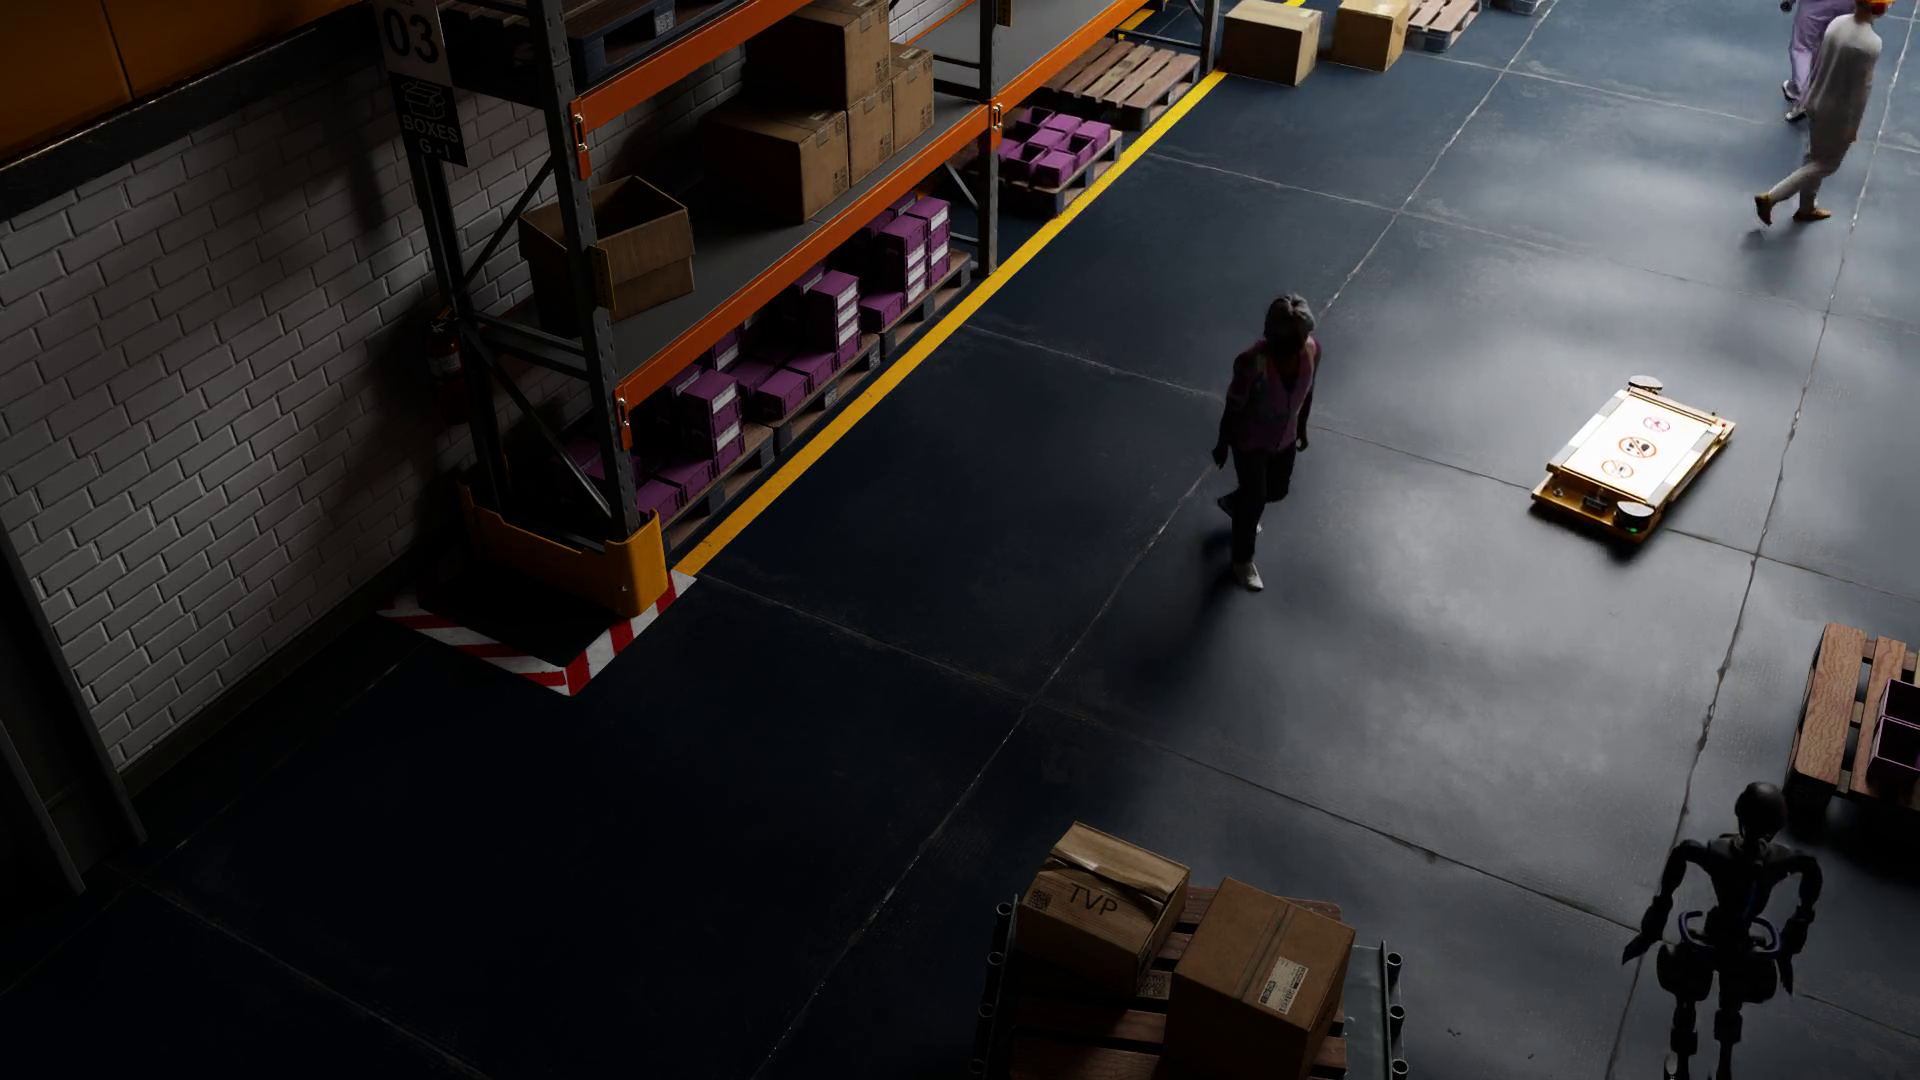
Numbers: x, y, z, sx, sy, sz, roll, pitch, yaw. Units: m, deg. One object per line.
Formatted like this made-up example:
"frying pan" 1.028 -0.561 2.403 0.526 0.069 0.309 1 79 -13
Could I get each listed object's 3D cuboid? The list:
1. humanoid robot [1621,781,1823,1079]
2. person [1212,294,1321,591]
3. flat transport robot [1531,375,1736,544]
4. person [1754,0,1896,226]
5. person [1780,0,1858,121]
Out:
"humanoid robot" 2.821 1.537 6.178 0.601 1.647 0.336 7 39 9
"person" 1.568 -0.593 8.741 0.531 1.798 0.660 -16 41 -19
"flat transport robot" 4.008 -0.499 9.843 0.659 0.231 1.431 28 46 30
"person" 6.141 -3.074 11.783 0.676 1.876 0.570 -6 39 -8
"person" 6.987 -4.324 13.339 0.653 1.867 0.869 1 39 1
